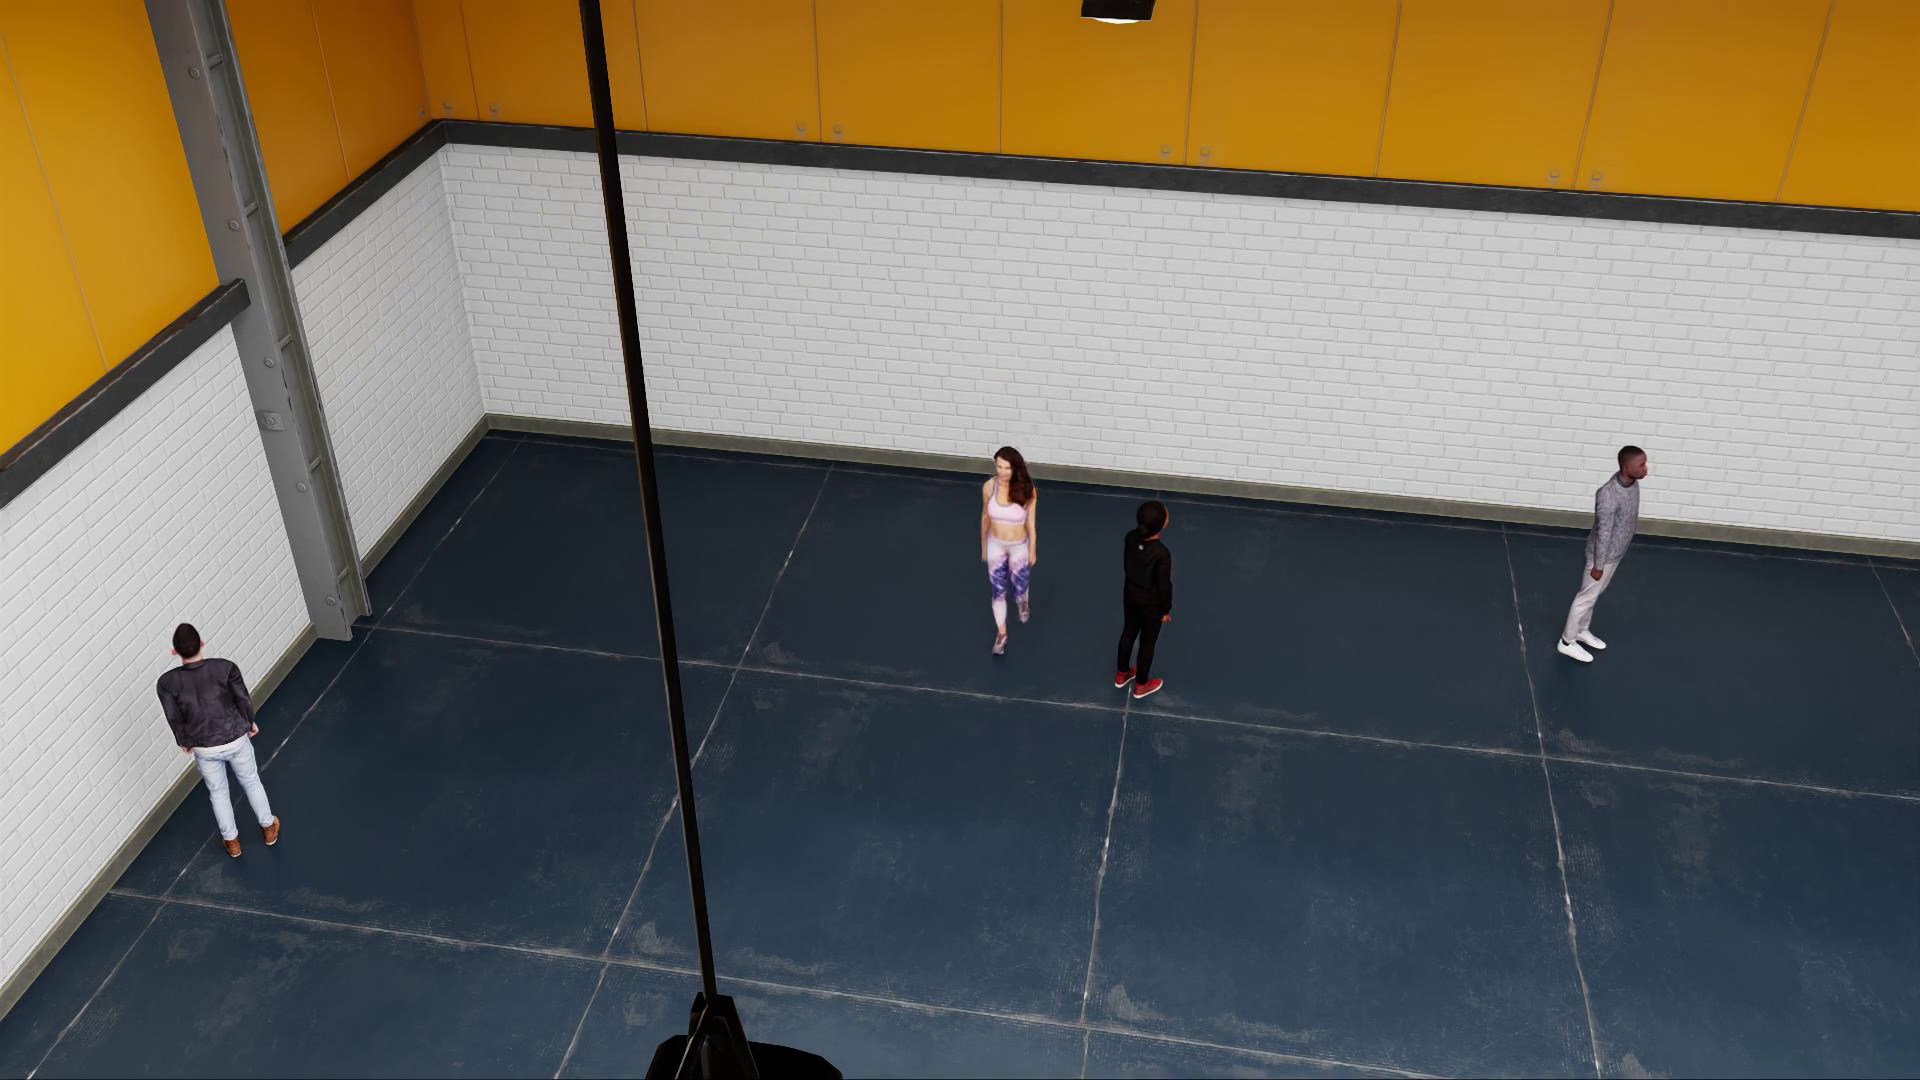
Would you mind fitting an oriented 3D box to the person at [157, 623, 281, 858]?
[{"bbox_3d":[-4.776,1.282,10.721,0.737,1.835,0.762,-16,37,-22],"label":"person"}]

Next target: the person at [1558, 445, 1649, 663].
[{"bbox_3d":[4.853,0.070,12.542,0.801,1.835,0.654,23,40,30],"label":"person"}]

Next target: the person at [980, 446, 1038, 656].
[{"bbox_3d":[0.387,0.036,12.662,0.627,1.760,0.816,8,34,12],"label":"person"}]

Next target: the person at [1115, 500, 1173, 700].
[{"bbox_3d":[1.345,0.428,12.149,0.713,1.677,0.675,-27,42,-34],"label":"person"}]
